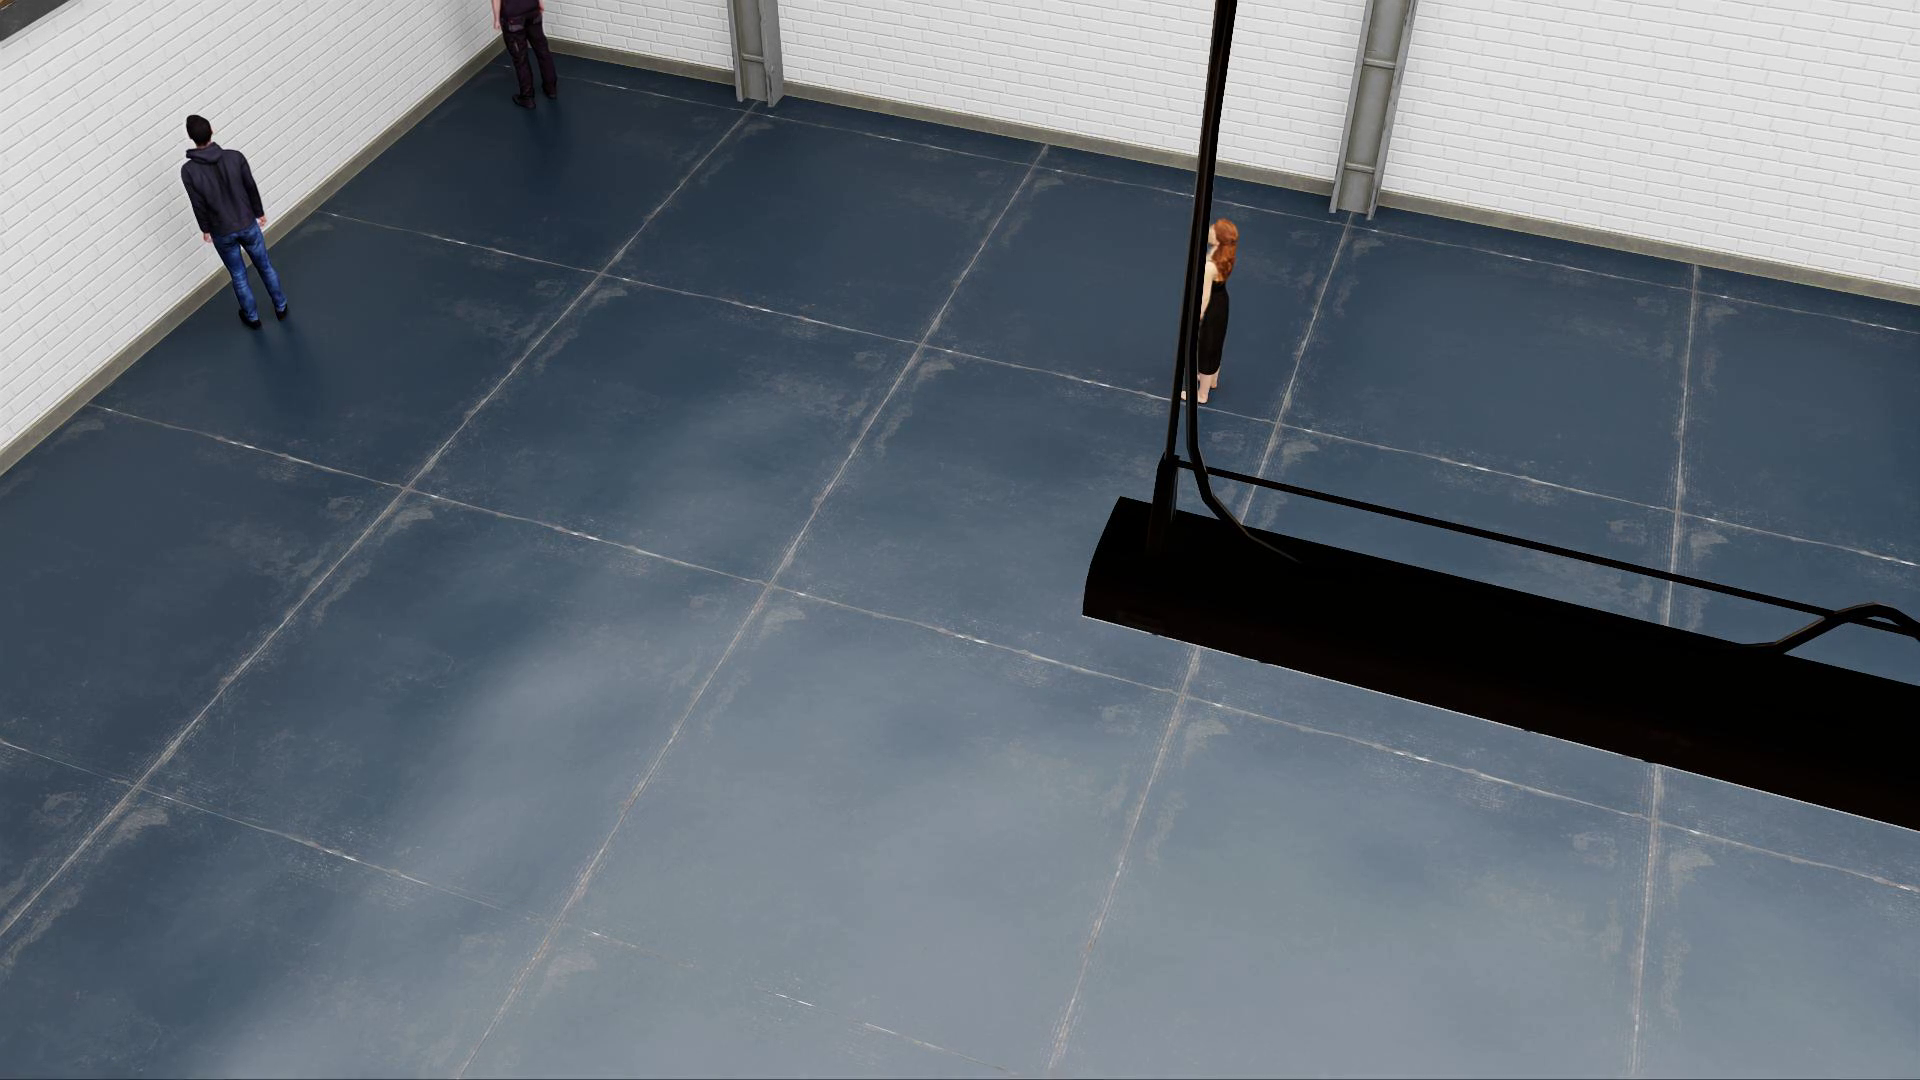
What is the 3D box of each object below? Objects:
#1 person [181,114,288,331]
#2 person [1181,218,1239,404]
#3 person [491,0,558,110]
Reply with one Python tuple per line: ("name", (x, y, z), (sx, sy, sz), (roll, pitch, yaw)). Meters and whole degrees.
("person", (-5.863, -2.549, 13.405), (0.764, 1.894, 0.771), (-27, 50, -26))
("person", (1.935, -1.763, 12.775), (0.616, 1.625, 0.605), (22, 48, 22))
("person", (-4.267, -5.109, 16.127), (0.801, 1.845, 0.773), (-33, 53, -30))
